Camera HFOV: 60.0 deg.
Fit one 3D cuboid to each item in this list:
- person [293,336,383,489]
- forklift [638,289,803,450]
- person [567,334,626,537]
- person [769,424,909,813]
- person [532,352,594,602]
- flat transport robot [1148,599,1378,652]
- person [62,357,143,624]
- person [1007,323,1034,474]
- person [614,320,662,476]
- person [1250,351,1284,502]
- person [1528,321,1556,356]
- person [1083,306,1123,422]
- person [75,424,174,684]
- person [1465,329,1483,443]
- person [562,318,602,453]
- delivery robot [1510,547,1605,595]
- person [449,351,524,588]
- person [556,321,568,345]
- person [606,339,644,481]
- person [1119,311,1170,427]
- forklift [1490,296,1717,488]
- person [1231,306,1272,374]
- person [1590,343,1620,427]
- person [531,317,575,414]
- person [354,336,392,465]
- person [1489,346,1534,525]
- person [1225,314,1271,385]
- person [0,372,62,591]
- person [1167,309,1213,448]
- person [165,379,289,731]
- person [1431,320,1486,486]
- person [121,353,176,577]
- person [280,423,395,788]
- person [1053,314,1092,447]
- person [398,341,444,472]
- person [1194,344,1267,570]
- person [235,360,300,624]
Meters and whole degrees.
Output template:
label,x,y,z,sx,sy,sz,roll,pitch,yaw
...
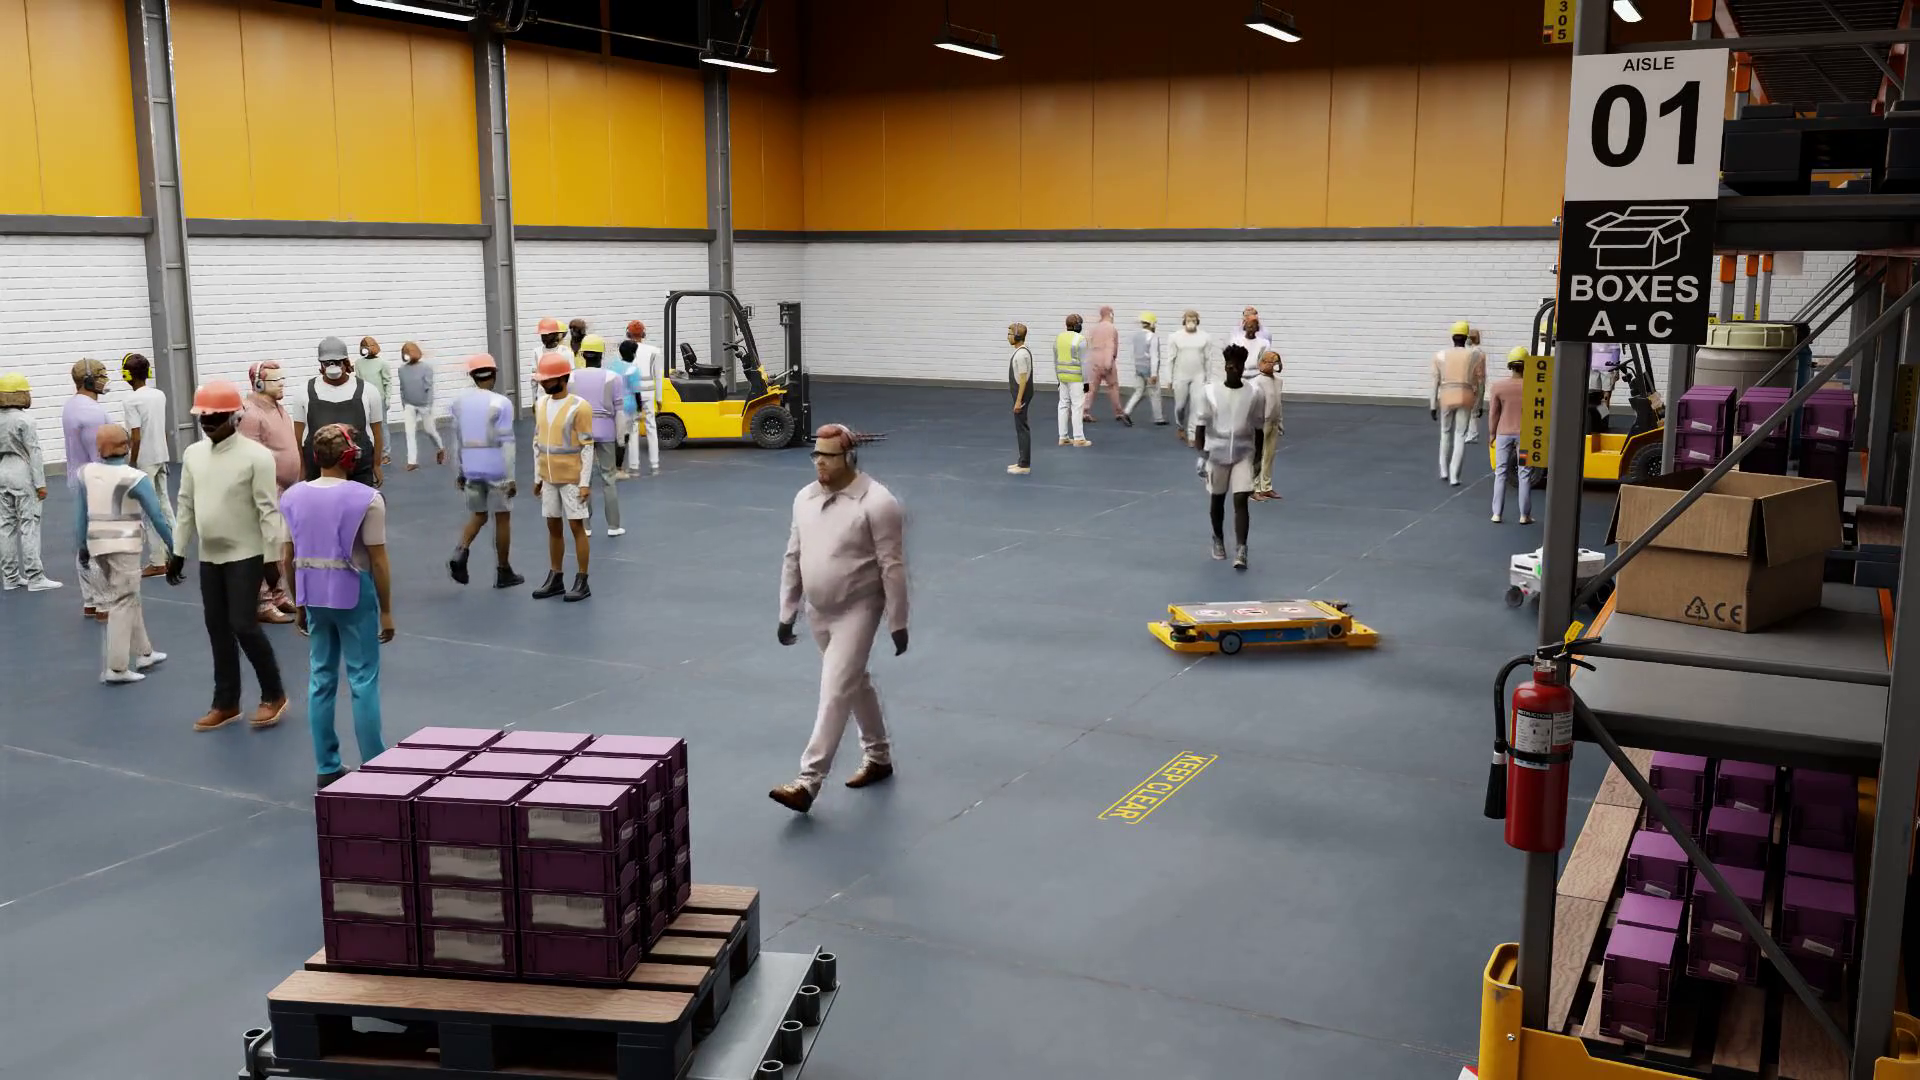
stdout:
label,x,y,z,sx,sy,sz,roll,pitch,yaw
person,-4.919,-0.600,13.203,0.678,2.000,0.537,-3,10,-19
forklift,-3.358,-2.392,23.136,2.313,2.155,1.214,-1,10,-5
person,-3.469,-0.980,15.745,0.624,1.926,0.382,-1,10,-3
person,-0.640,0.371,8.092,0.673,1.856,0.991,8,13,40
person,-3.088,-0.484,12.856,0.542,1.930,0.374,5,11,27
flat transport robot,2.077,0.582,11.478,1.431,0.197,0.652,-2,10,-9
person,-6.279,-0.358,12.103,0.372,1.940,0.630,-9,13,-41
person,0.729,-1.718,20.240,0.327,1.844,0.514,1,10,5
person,-3.875,-1.707,20.066,0.584,1.882,0.337,-5,11,-27
person,3.349,-1.242,18.098,0.497,1.633,0.284,-9,14,-43
person,7.519,-1.907,21.397,0.403,1.827,0.591,-1,10,-8
person,2.304,-2.794,26.524,0.990,1.836,0.704,-6,12,-33
person,-5.252,0.076,10.478,0.555,1.613,0.640,4,10,20
person,7.162,-2.150,23.378,0.391,1.624,0.542,1,10,5
person,-5.052,-2.032,22.125,0.627,1.821,0.511,2,10,14
delivery robot,4.507,0.209,12.545,0.707,0.478,0.477,-5,11,-26
person,-3.805,-0.539,13.244,0.602,1.904,0.578,3,10,17
person,-5.453,-2.108,22.728,0.526,1.768,0.314,4,11,21
person,-3.970,-1.530,19.647,0.557,1.663,0.426,7,12,37
person,2.865,-2.626,25.612,0.782,1.809,0.610,-6,11,-30
forklift,7.296,-1.677,18.993,2.313,2.155,1.214,5,11,27
person,4.221,-2.466,24.392,0.639,1.911,0.406,5,11,26
person,9.475,-2.539,24.426,0.374,2.044,0.605,-4,10,-20
person,-4.819,-1.664,19.667,0.551,1.933,0.370,2,10,11
person,-7.468,-1.771,21.159,0.507,1.631,0.265,2,10,13
person,5.510,-1.033,16.500,0.525,1.772,0.306,4,11,24
person,3.865,-2.095,22.349,0.612,1.865,0.477,1,10,8
person,-7.495,-0.463,13.275,0.492,1.741,0.318,3,10,18
person,3.193,-2.252,23.119,0.638,1.919,0.655,1,10,5
person,-4.146,0.085,9.388,0.641,1.988,0.456,4,11,22
person,5.821,-1.603,19.430,0.598,1.895,0.900,4,11,24
person,-6.759,-0.615,13.811,0.334,1.864,0.517,1,10,7
person,-3.107,0.340,8.321,0.564,1.846,0.394,2,10,14
person,1.583,-2.223,23.179,0.429,1.844,0.625,-9,13,-41
person,-6.723,-1.681,20.726,0.506,1.604,0.737,2,10,9
person,2.315,-0.724,14.298,0.613,1.920,0.993,1,10,6
person,-5.028,-0.356,12.180,0.401,1.909,0.641,0,10,-2
